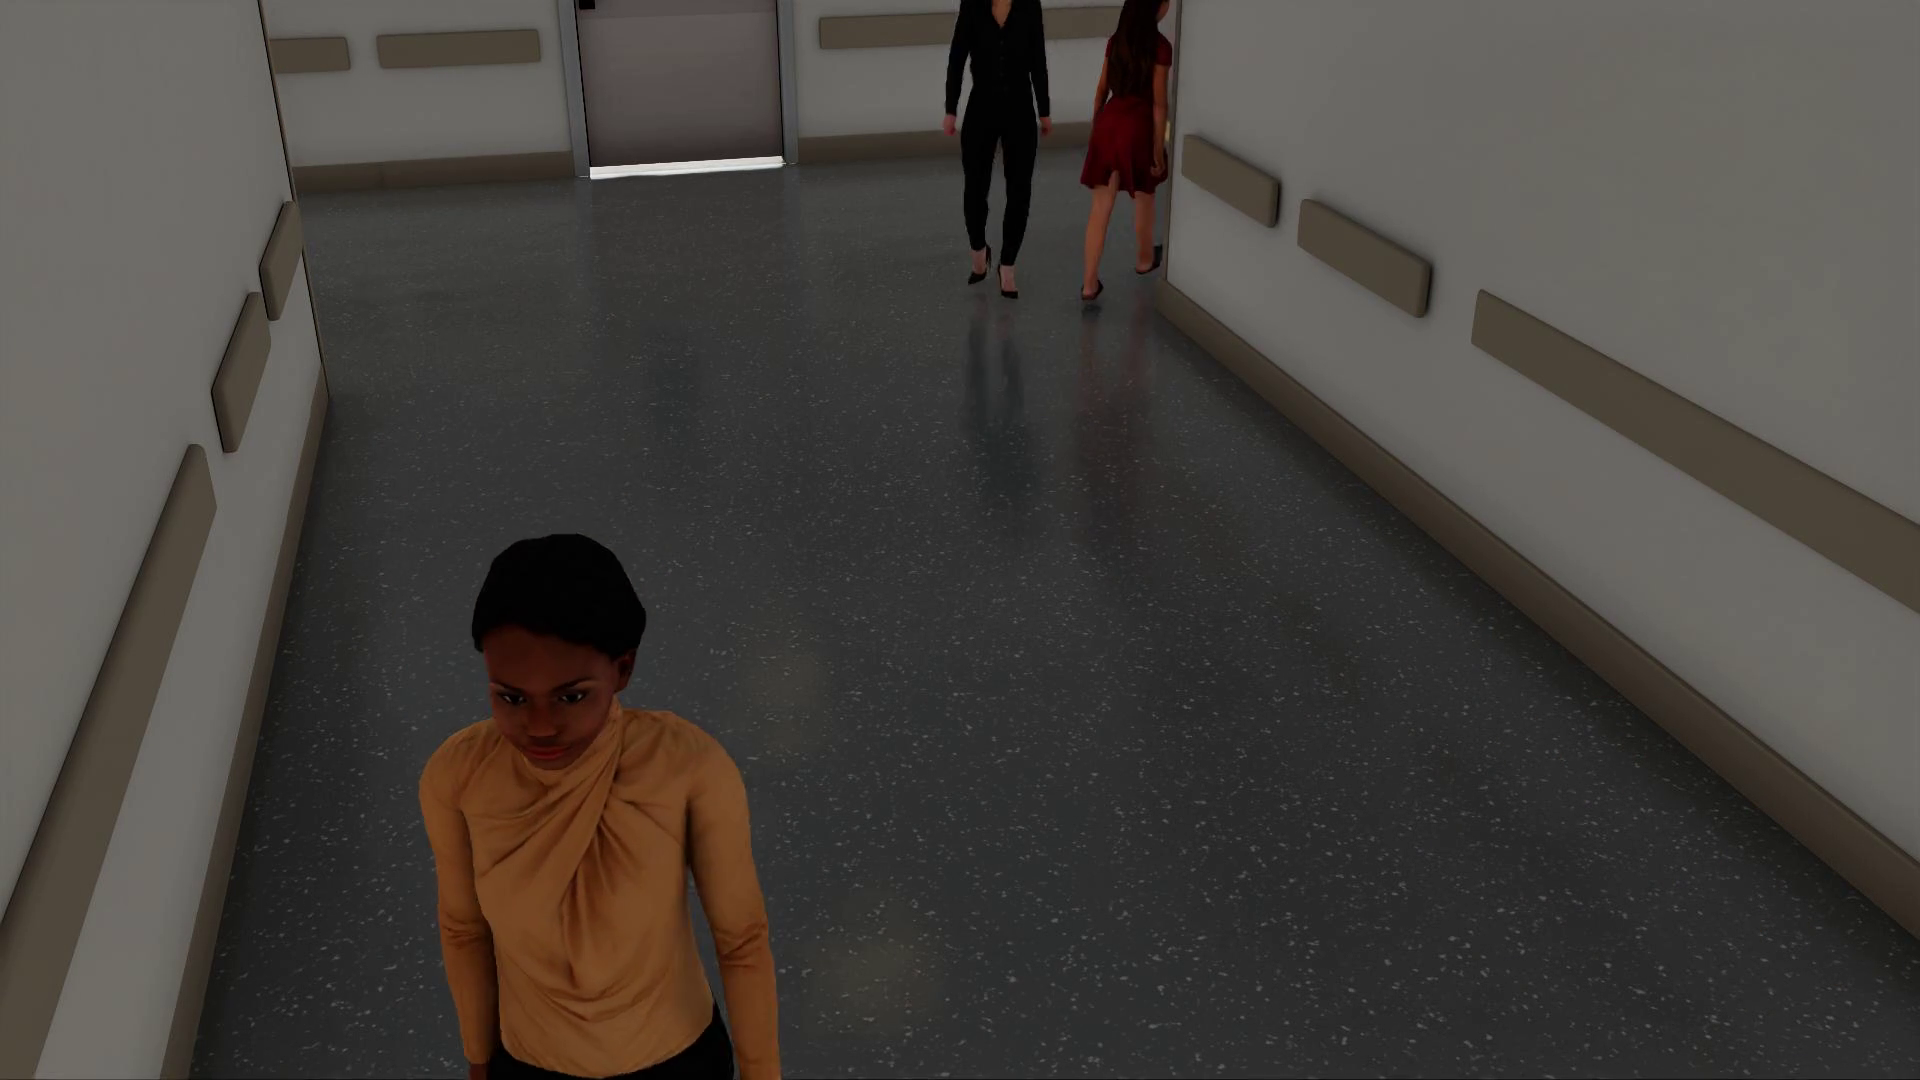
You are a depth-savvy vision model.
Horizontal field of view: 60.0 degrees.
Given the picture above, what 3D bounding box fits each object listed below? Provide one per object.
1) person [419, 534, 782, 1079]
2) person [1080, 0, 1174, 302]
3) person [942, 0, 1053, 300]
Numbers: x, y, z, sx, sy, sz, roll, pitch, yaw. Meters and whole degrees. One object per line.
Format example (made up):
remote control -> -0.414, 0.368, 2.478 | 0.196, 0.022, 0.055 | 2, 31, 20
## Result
person -> -0.494, 0.695, 2.388 | 0.882, 1.639, 0.747 | -5, 26, -11
person -> 0.764, -1.859, 7.833 | 1.041, 1.509, 1.132 | 15, 29, 28
person -> 0.190, -1.977, 7.883 | 0.725, 1.678, 0.811 | 3, 26, 5
